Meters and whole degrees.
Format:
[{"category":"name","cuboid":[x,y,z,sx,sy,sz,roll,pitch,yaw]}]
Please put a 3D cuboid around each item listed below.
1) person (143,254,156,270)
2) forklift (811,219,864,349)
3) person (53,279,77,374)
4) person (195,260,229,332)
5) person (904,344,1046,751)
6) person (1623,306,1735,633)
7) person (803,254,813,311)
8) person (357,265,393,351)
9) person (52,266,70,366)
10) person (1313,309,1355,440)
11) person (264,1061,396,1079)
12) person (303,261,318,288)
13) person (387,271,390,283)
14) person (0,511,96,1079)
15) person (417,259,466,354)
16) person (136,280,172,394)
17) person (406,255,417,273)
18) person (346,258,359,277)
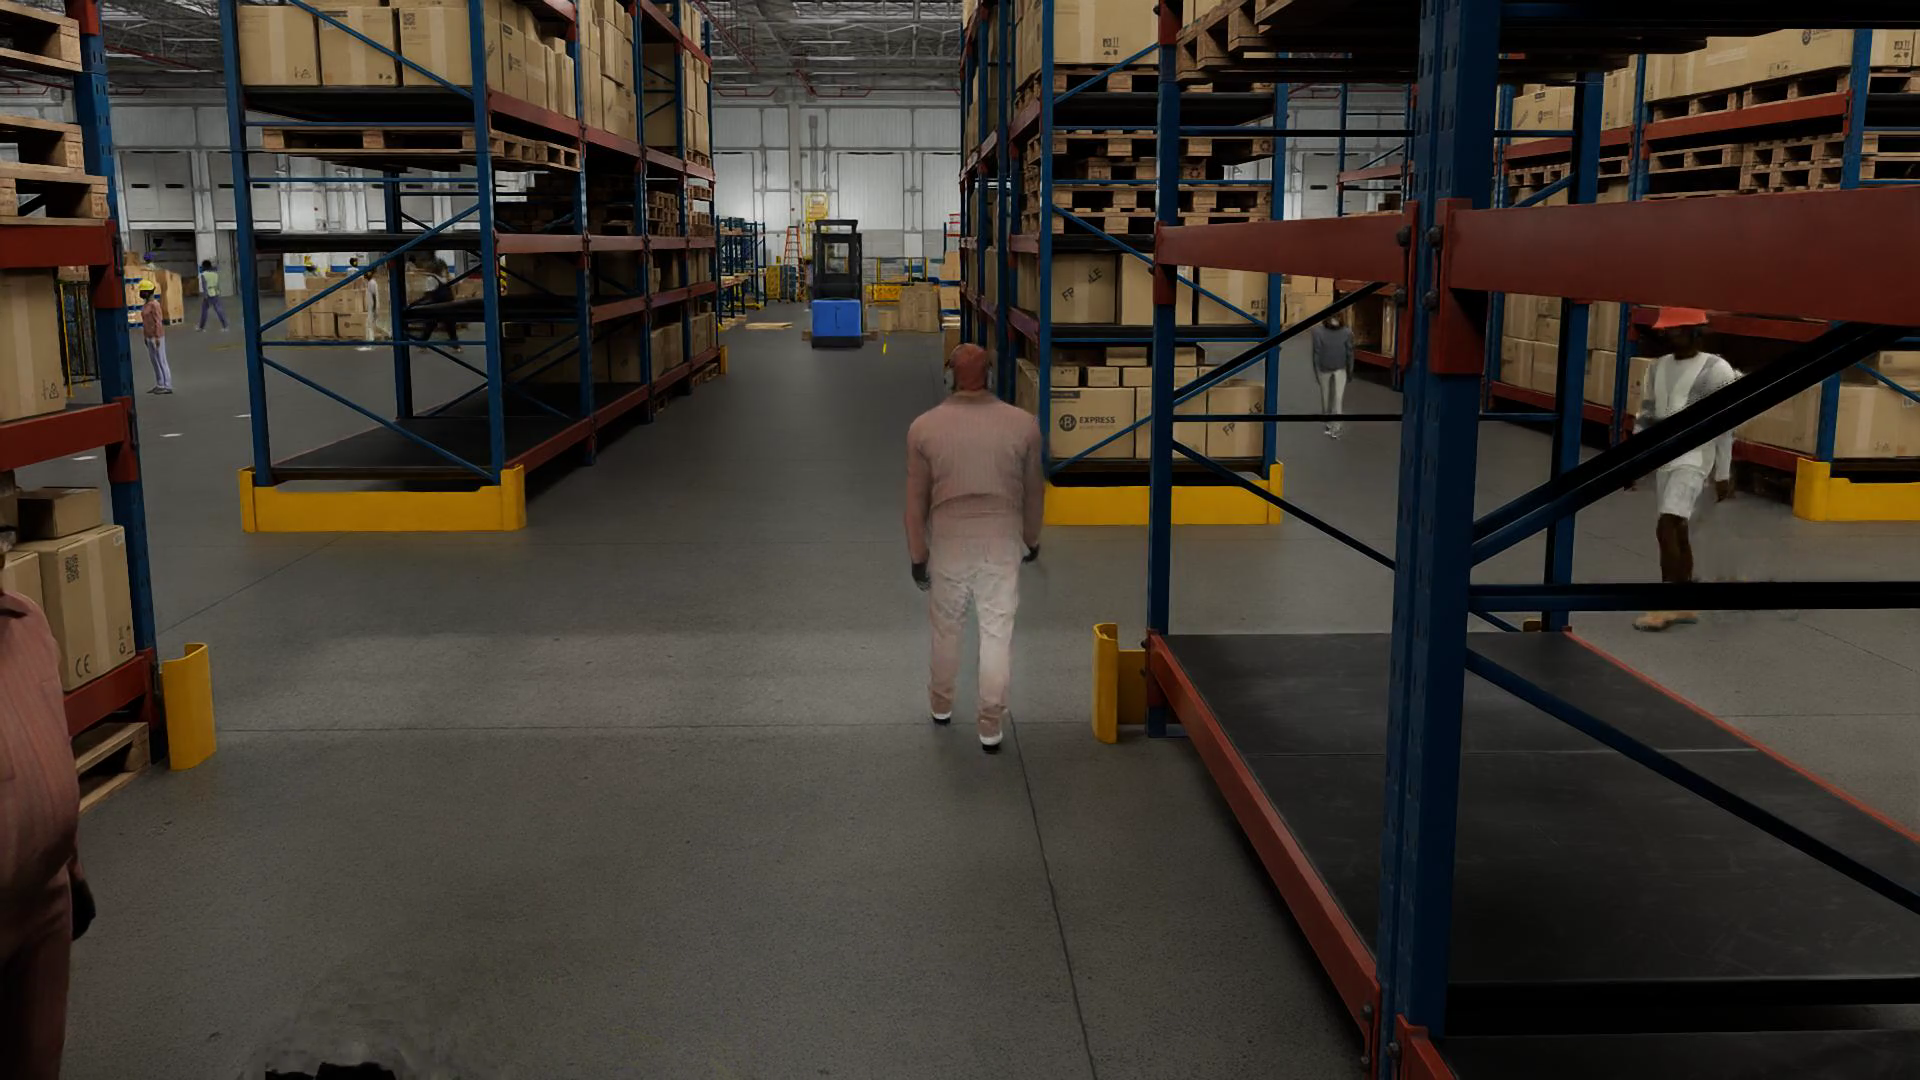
[{"category":"person","cuboid":[-29.047,-9.311,59.730,0.628,1.904,0.983,9,13,40]},{"category":"forklift","cuboid":[-2.691,-5.615,36.399,1.129,2.768,1.873,0,10,-2]},{"category":"person","cuboid":[-15.903,-3.767,29.395,0.390,1.686,0.555,9,13,40]},{"category":"person","cuboid":[-19.545,-6.363,43.392,1.028,1.871,0.604,4,11,19]},{"category":"person","cuboid":[0.070,0.012,7.862,0.662,1.869,0.790,0,10,-1]},{"category":"person","cuboid":[4.246,-0.449,10.006,0.744,2.017,0.649,-4,11,-20]},{"category":"person","cuboid":[-5.080,-8.696,56.254,0.447,1.913,0.617,-1,10,-7]},{"category":"person","cuboid":[-12.604,-4.998,35.870,0.804,1.847,0.521,-4,11,-19]},{"category":"person","cuboid":[-17.056,-4.235,31.298,0.597,1.959,0.369,4,11,21]},{"category":"person","cuboid":[4.483,-2.020,19.981,0.485,1.586,0.818,2,10,13]},{"category":"person","cuboid":[-0.495,1.262,1.438,0.552,1.672,0.541,-2,10,-8]},{"category":"person","cuboid":[-20.651,-7.978,52.803,0.515,1.702,0.837,1,10,5]},{"category":"person","cuboid":[-18.789,-8.402,55.250,0.323,1.690,0.532,7,13,35]},{"category":"person","cuboid":[-2.078,0.779,3.539,0.400,1.900,0.636,1,10,5]},{"category":"person","cuboid":[-10.945,-4.921,34.872,1.040,2.000,0.679,4,11,22]},{"category":"person","cuboid":[-12.462,-3.123,25.659,0.526,1.759,0.345,10,14,43]},{"category":"person","cuboid":[-20.608,-9.796,62.601,0.429,1.844,0.622,-4,11,-23]},{"category":"person","cuboid":[-18.139,-7.515,49.817,0.530,1.864,0.314,5,11,24]}]
